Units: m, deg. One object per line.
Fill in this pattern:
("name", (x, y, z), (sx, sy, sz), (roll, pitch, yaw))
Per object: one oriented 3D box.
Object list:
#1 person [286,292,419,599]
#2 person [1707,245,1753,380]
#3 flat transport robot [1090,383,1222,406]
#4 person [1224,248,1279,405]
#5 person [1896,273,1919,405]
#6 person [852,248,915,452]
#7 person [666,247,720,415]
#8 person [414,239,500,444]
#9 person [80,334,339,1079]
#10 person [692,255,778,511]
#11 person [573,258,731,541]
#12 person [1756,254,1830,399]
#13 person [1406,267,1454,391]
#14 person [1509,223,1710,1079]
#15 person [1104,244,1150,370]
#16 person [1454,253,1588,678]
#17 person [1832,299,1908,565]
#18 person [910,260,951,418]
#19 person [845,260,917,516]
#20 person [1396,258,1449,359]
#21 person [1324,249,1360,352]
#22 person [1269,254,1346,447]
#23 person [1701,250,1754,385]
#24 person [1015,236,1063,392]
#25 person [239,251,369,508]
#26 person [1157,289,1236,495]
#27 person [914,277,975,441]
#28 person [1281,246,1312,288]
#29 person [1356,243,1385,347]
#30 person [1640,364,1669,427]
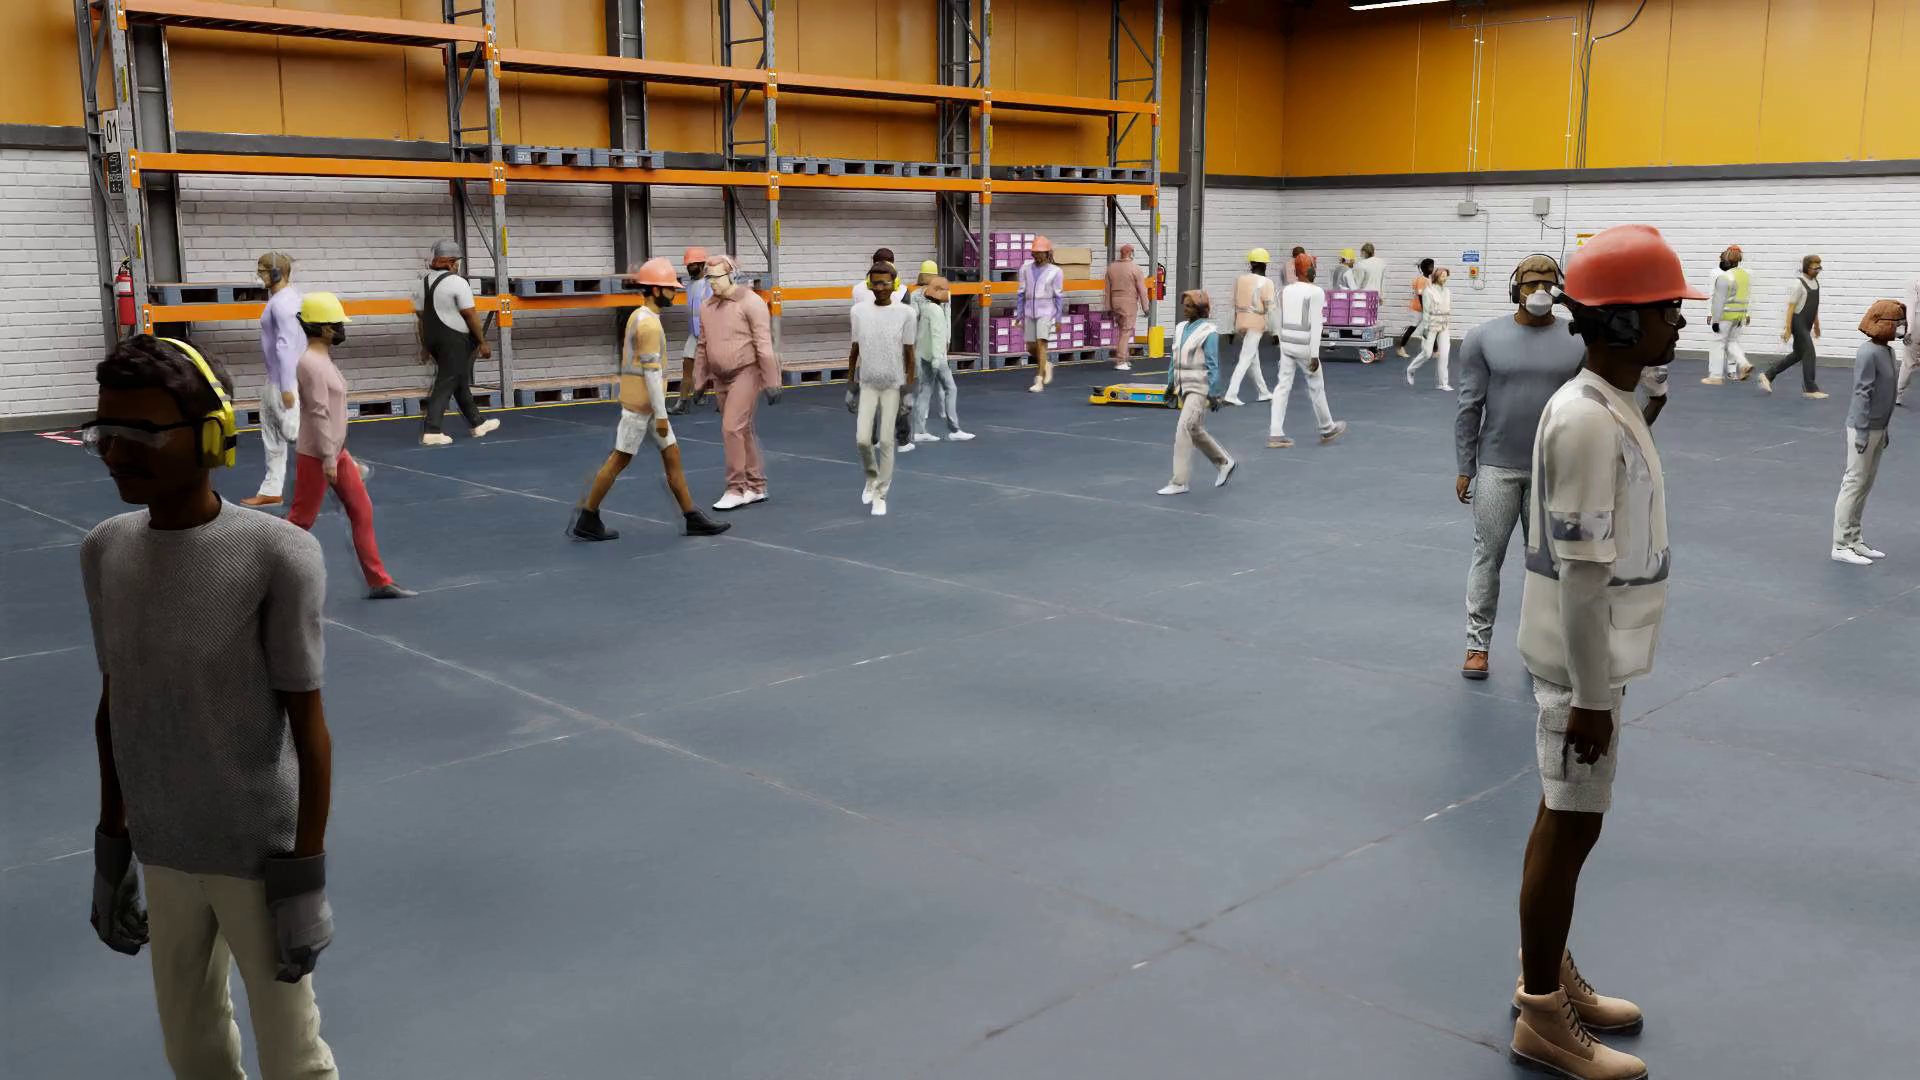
("person", (-3.512, -0.484, 9.060), (0.901, 1.730, 0.524), (-2, 11, -10))
("person", (10.765, -3.176, 23.287), (0.585, 1.882, 0.343), (2, 11, 10))
("flat transport robot", (2.337, -1.729, 19.803), (1.431, 0.197, 0.652), (5, 12, 27))
("person", (3.509, -2.553, 19.941), (1.006, 1.871, 0.608), (-7, 13, -35))
("person", (11.257, -2.447, 19.387), (0.656, 1.858, 0.968), (1, 10, 6))
("person", (-0.716, -1.763, 15.570), (0.605, 1.905, 0.467), (4, 11, 21))
("person", (-2.921, -2.365, 18.872), (0.563, 1.894, 0.989), (9, 13, 39))
("person", (-4.955, -1.978, 16.328), (0.691, 2.000, 1.034), (9, 14, 40))
("person", (-1.321, 0.567, 2.945), (0.509, 1.864, 0.331), (3, 11, 18))
("person", (-1.738, -1.159, 12.307), (0.677, 1.875, 0.755), (9, 14, 40))
("person", (-2.101, -0.918, 11.023), (1.050, 1.875, 0.546), (-2, 11, -10))
("person", (10.438, -2.664, 20.749), (0.550, 1.798, 0.866), (-9, 14, -40))
("person", (6.220, -2.783, 21.872), (0.521, 1.619, 0.685), (-5, 12, -26))
("person", (1.540, 0.278, 4.012), (0.366, 2.048, 0.610), (4, 11, 22))
("person", (2.567, -3.510, 25.131), (0.759, 1.879, 0.645), (-10, 14, -43))
("person", (2.570, -0.321, 7.575), (0.631, 1.940, 0.372), (2, 11, 10))
("person", (5.654, -0.673, 10.321), (0.270, 1.632, 0.504), (10, 14, 42))
("person", (-0.340, -2.227, 18.498), (0.492, 1.742, 0.323), (-4, 11, -21))
("person", (-0.574, -1.099, 12.065), (0.537, 1.847, 0.443), (1, 10, 5))
("person", (7.568, -3.775, 27.213), (0.889, 1.649, 0.530), (10, 14, 42))
("person", (6.805, -4.157, 28.923), (0.980, 1.773, 0.596), (-1, 10, -4))
("person", (3.333, -1.821, 16.021), (0.986, 1.831, 0.606), (-8, 13, -37))
("person", (10.414, -3.000, 22.493), (0.642, 1.822, 0.535), (-7, 13, -34))
("person", (1.060, -2.951, 21.705), (0.624, 2.019, 0.797), (6, 12, 30))
("person", (-4.935, -1.187, 12.380), (0.855, 1.916, 0.635), (-4, 11, -21))
("person", (1.890, -1.174, 13.126), (0.769, 1.607, 0.514), (-5, 11, -23))
("person", (-0.140, -1.765, 16.314), (0.695, 1.604, 0.529), (-2, 11, -12))
("person", (6.048, -4.341, 29.816), (0.644, 1.819, 0.441), (10, 15, 44))
("person", (7.238, -4.302, 29.470), (0.659, 1.887, 0.631), (-7, 12, -32))
("person", (5.883, -1.585, 14.414), (0.428, 1.948, 0.640), (-7, 12, -33))
